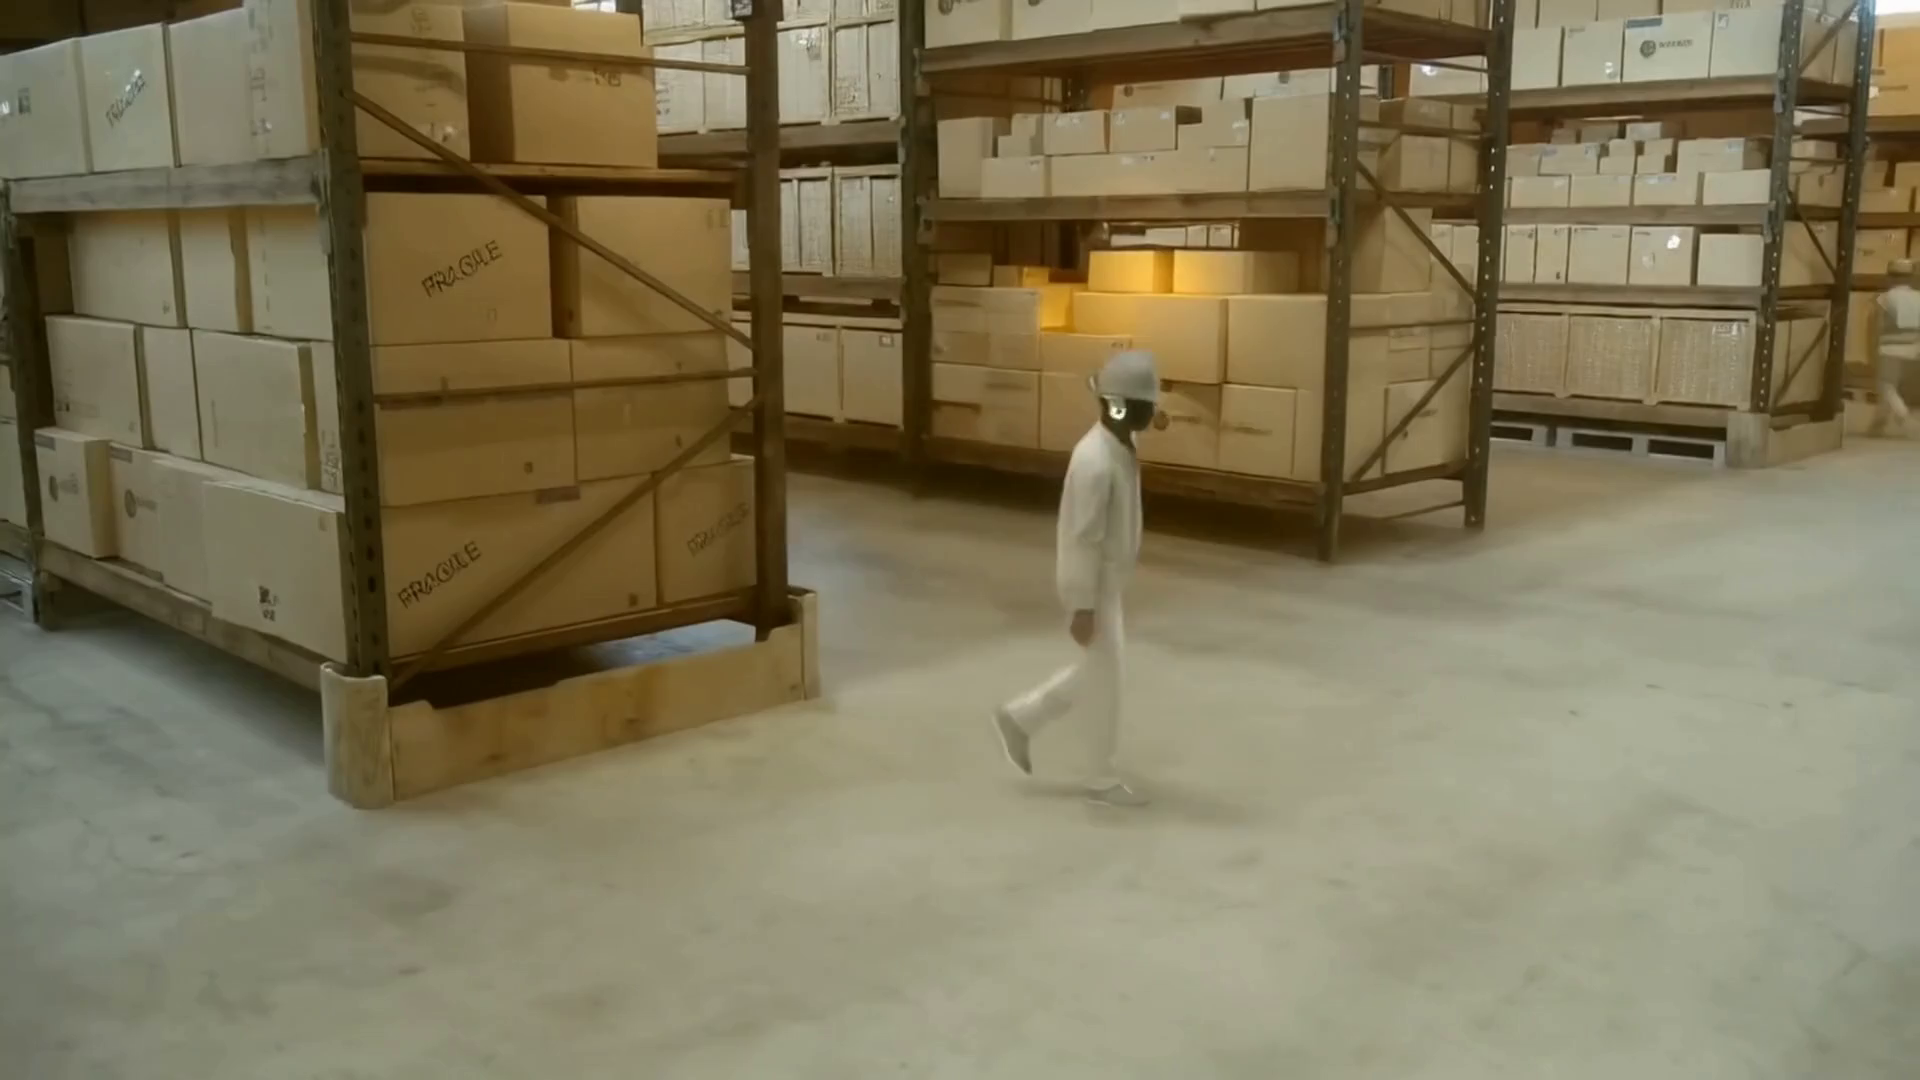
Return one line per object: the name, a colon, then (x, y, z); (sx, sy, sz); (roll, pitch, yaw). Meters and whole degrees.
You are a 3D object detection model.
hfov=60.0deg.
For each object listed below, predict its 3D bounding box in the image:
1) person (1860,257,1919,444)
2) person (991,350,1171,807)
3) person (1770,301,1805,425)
person: (9.586, -1.920, 16.954); (0.613, 1.923, 0.836); (-2, 11, -12)
person: (0.458, 0.144, 6.213); (0.627, 1.723, 0.593); (3, 11, 14)
person: (8.958, -2.095, 18.206); (0.469, 1.808, 0.616); (10, 14, 44)
